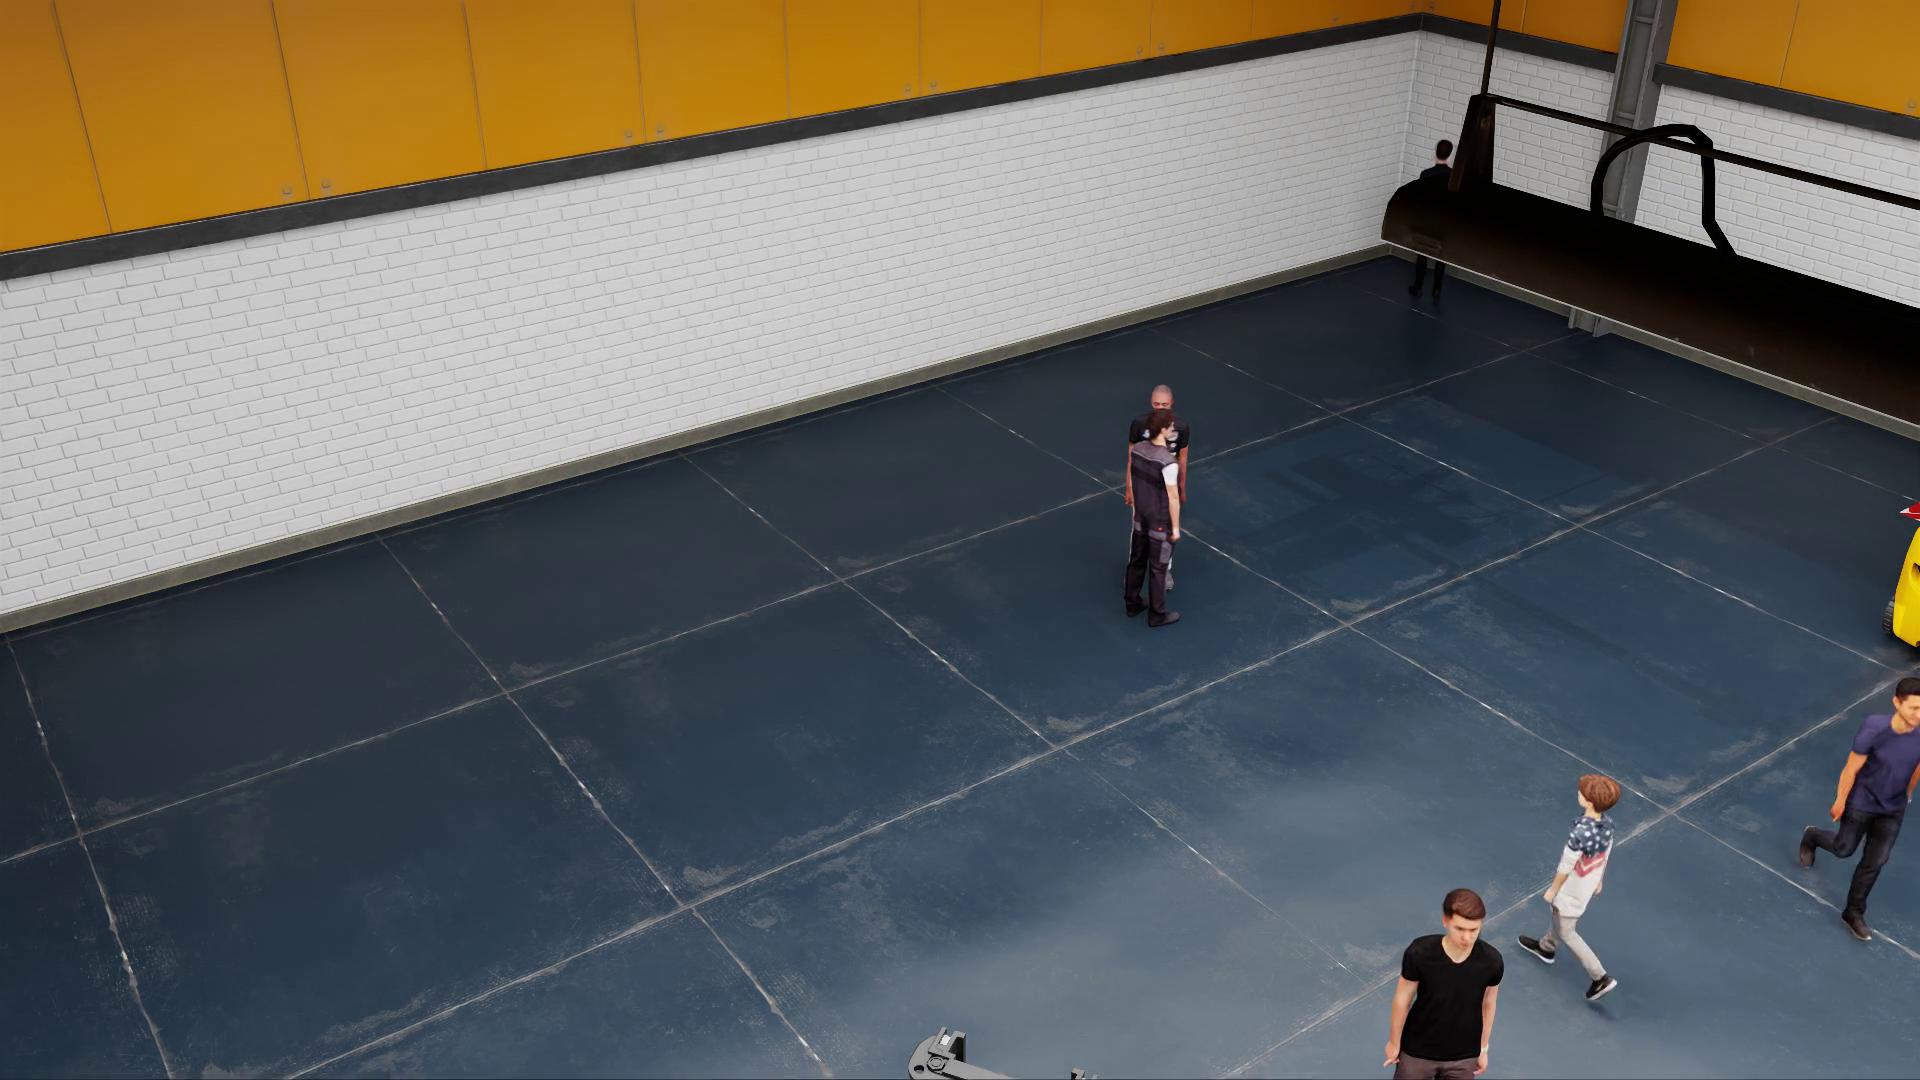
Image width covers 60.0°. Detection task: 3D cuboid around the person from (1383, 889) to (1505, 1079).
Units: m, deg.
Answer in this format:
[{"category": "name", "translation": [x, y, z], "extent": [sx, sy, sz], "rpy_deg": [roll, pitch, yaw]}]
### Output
[{"category": "person", "translation": [2.408, 2.496, 8.330], "extent": [0.762, 1.863, 0.803], "rpy_deg": [3, 29, 5]}]

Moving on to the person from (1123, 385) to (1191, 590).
[{"category": "person", "translation": [1.630, -0.451, 13.793], "extent": [0.762, 1.805, 0.807], "rpy_deg": [3, 29, 5]}]

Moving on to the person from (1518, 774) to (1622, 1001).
[{"category": "person", "translation": [3.642, 2.017, 9.669], "extent": [0.576, 1.421, 0.914], "rpy_deg": [-22, 35, -34]}]

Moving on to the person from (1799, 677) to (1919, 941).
[{"category": "person", "translation": [5.552, 1.542, 10.174], "extent": [0.993, 1.771, 1.126], "rpy_deg": [0, 29, -1]}]

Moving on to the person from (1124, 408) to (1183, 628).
[{"category": "person", "translation": [1.541, -0.181, 13.253], "extent": [0.724, 1.848, 0.522], "rpy_deg": [-21, 35, -34]}]

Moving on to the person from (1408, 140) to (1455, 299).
[{"category": "person", "translation": [5.685, -3.841, 19.918], "extent": [0.787, 1.890, 0.804], "rpy_deg": [0, 29, 1]}]
